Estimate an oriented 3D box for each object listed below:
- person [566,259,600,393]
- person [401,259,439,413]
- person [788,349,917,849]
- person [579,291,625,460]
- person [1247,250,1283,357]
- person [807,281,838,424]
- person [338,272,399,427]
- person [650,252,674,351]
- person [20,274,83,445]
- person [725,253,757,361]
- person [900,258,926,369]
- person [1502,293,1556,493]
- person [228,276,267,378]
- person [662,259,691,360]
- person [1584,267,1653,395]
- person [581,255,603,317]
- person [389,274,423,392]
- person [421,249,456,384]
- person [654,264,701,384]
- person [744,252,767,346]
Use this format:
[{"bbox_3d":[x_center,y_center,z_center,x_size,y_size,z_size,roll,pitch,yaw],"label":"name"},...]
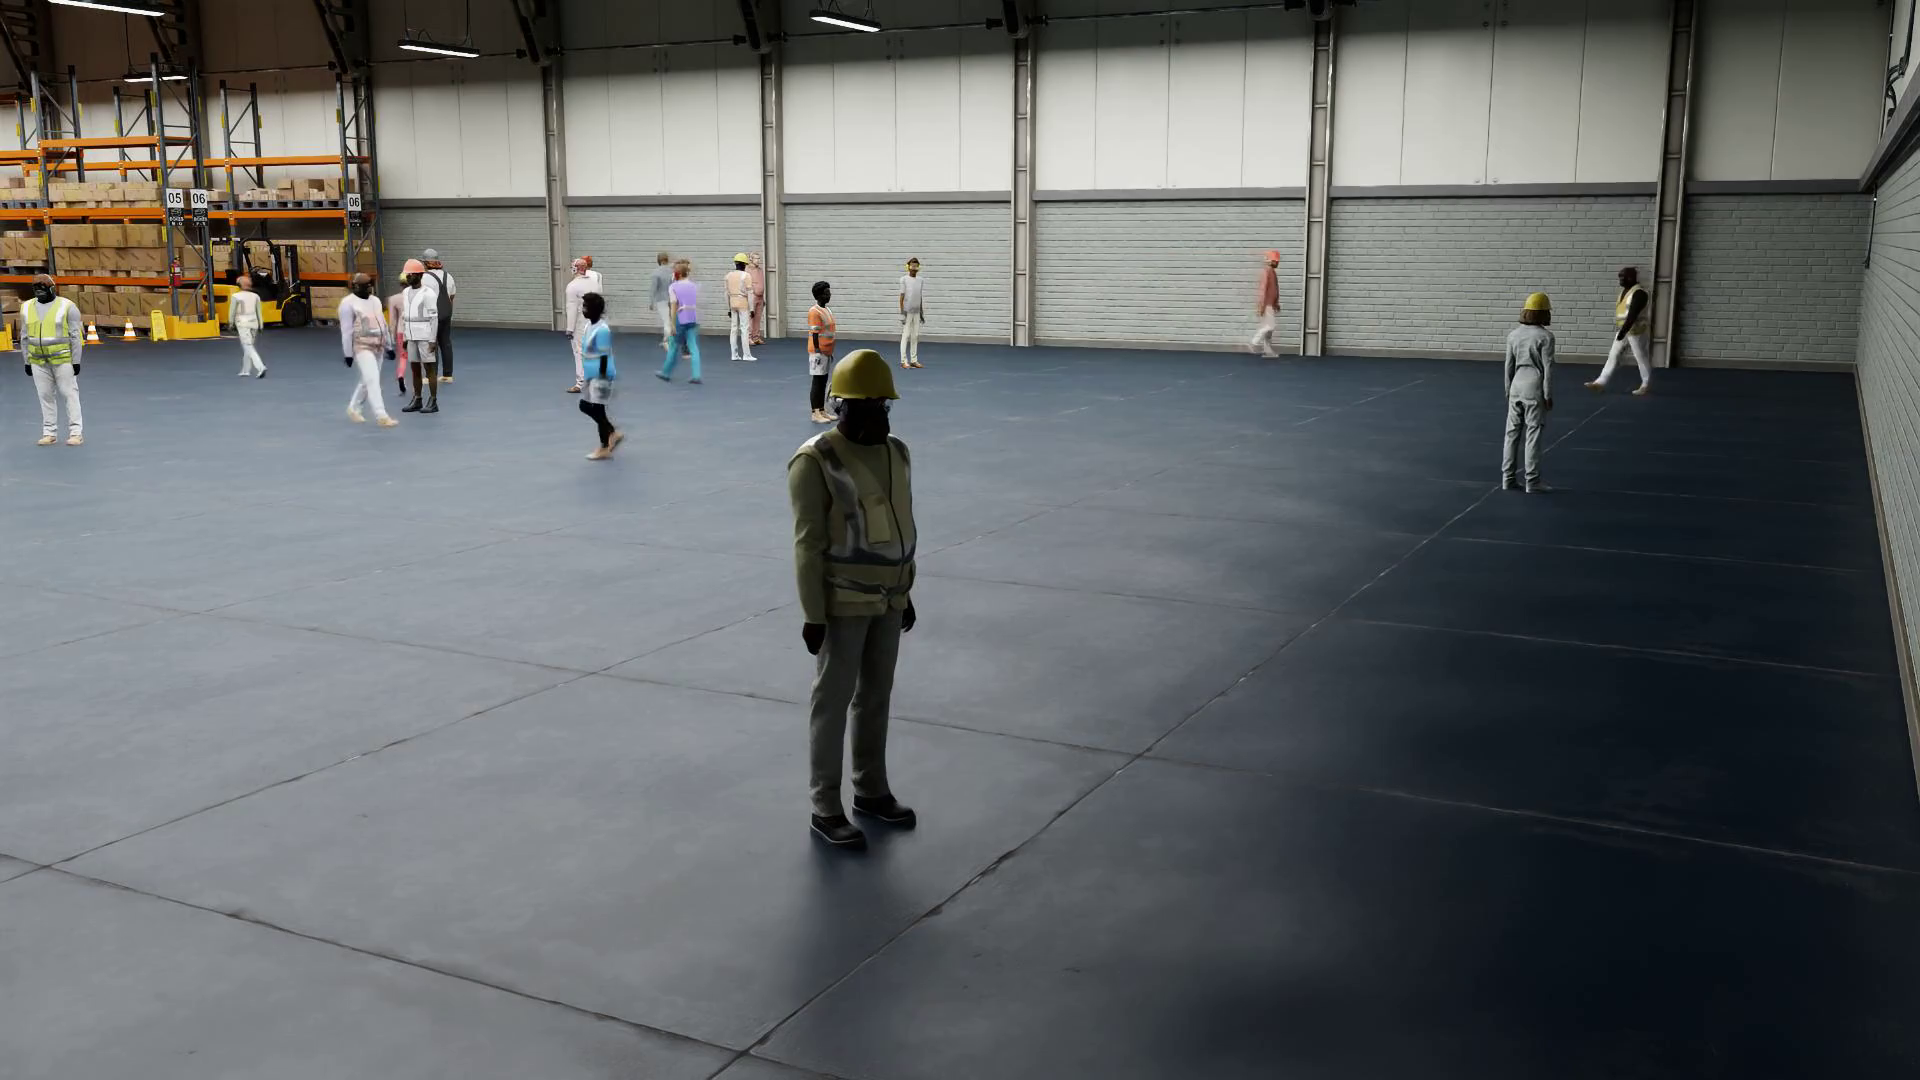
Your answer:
[{"bbox_3d":[-5.416,-3.055,23.772,0.410,1.909,0.643,5,11,24],"label":"person"},{"bbox_3d":[-6.852,-2.571,21.040,0.542,1.939,0.368,6,12,28],"label":"person"},{"bbox_3d":[-0.365,0.208,6.177,0.404,1.829,0.600,8,13,37],"label":"person"},{"bbox_3d":[-3.617,-1.637,16.626,0.384,1.686,0.552,-5,12,-26],"label":"person"},{"bbox_3d":[5.658,-4.332,30.562,0.508,1.971,0.614,4,11,22],"label":"person"},{"bbox_3d":[-1.653,-2.247,19.937,0.318,1.697,0.535,2,11,13],"label":"person"},{"bbox_3d":[-7.031,-2.256,19.682,0.865,1.813,0.633,3,11,18],"label":"person"},{"bbox_3d":[-5.766,-4.613,32.245,0.813,1.909,0.667,10,14,42],"label":"person"},{"bbox_3d":[-9.710,-1.918,17.785,0.628,1.836,0.430,0,10,-2],"label":"person"},{"bbox_3d":[-3.921,-4.155,29.738,0.585,1.917,0.382,6,12,29],"label":"person"},{"bbox_3d":[-0.792,-3.820,28.062,0.521,1.864,0.336,-9,14,-40],"label":"person"},{"bbox_3d":[5.009,-1.291,14.596,0.322,1.743,0.489,-7,12,-32],"label":"person"},{"bbox_3d":[-11.221,-3.358,26.242,0.785,1.608,0.514,5,12,27],"label":"person"},{"bbox_3d":[-5.050,-4.137,29.916,0.644,1.825,0.519,-7,12,-33],"label":"person"},{"bbox_3d":[9.342,-2.927,23.385,0.959,1.787,0.626,-1,10,-5],"label":"person"},{"bbox_3d":[-6.750,-4.221,30.190,0.584,1.882,0.345,-10,15,-44],"label":"person"},{"bbox_3d":[-7.790,-2.927,23.513,0.529,1.750,0.637,-1,10,-7],"label":"person"},{"bbox_3d":[-8.002,-3.386,25.207,0.538,2.000,0.687,5,12,27],"label":"person"},{"bbox_3d":[-4.270,-3.289,25.317,0.941,1.795,0.596,9,14,40],"label":"person"},{"bbox_3d":[-4.181,-4.916,33.923,0.404,1.904,0.652,6,12,29],"label":"person"}]
